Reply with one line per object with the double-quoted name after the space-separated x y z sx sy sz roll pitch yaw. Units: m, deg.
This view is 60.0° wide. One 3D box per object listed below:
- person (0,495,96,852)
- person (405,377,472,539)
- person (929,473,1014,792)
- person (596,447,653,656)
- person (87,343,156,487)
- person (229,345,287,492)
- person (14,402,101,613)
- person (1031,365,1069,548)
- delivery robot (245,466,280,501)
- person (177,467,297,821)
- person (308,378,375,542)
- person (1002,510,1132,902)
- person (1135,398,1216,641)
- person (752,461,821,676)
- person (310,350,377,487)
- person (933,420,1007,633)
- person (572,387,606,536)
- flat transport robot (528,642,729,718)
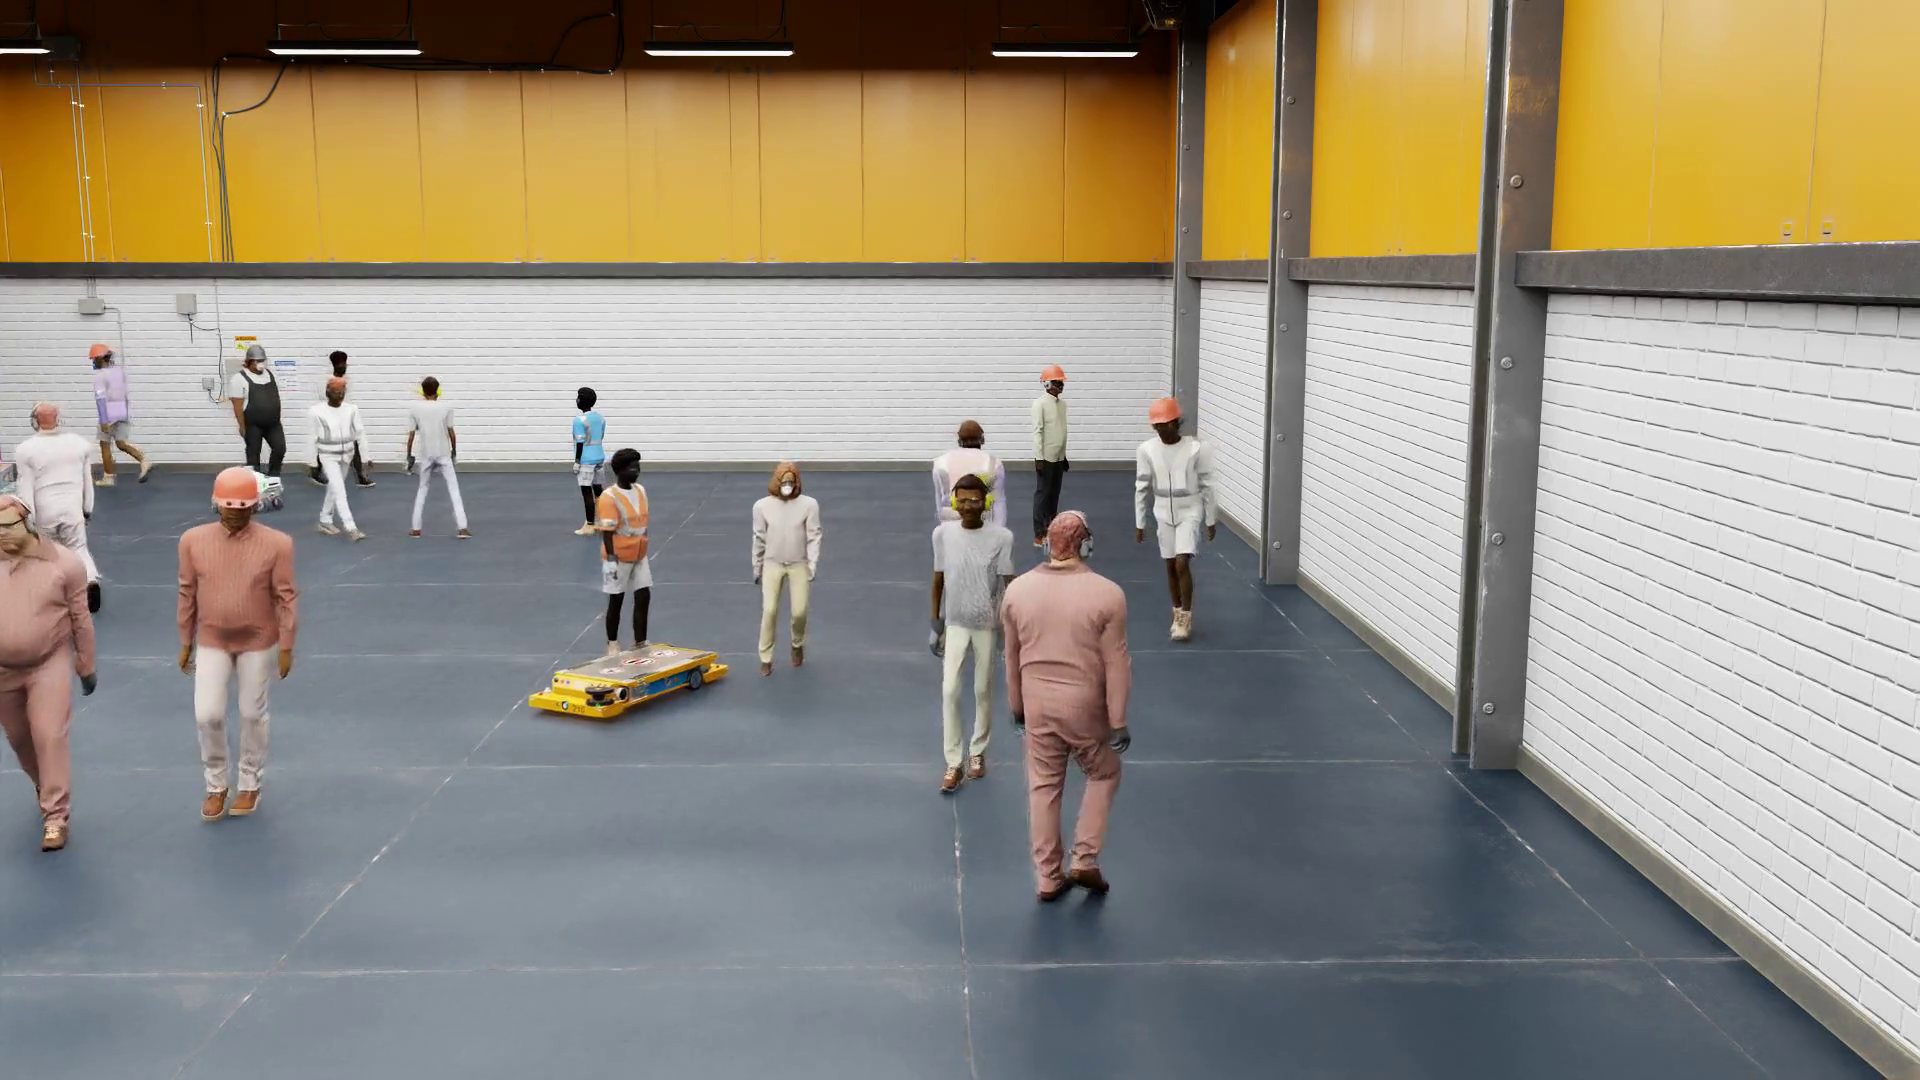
-5.005 0.657 8.947 0.648 1.865 0.931 -3 10 -16 "person"
-5.938 -0.918 18.771 0.746 1.820 0.536 -1 9 -4 "person"
0.070 0.544 9.691 0.543 1.840 0.776 1 9 7 "person"
-2.532 0.133 12.709 0.481 1.682 0.556 5 11 29 "person"
-11.678 -1.728 23.094 0.795 2.018 0.632 2 9 12 "person"
-9.369 -1.610 22.294 0.577 2.000 0.715 7 12 36 "person"
-7.877 -0.266 14.533 0.791 1.885 0.650 8 12 40 "person"
0.998 -0.915 18.167 0.375 1.997 0.612 6 11 32 "person"
-8.920 -0.688 20.901 0.707 0.478 0.477 3 10 15 "delivery robot"
-3.966 0.574 9.126 0.634 1.962 0.572 -2 10 -14 "person"
-7.027 -0.918 18.740 1.027 1.837 0.592 8 12 39 "person"
0.532 0.797 7.988 0.673 1.889 0.476 5 10 27 "person"
1.742 -0.171 13.623 0.637 1.992 0.770 5 10 27 "person"
-1.301 0.209 12.432 0.516 1.618 0.403 -1 9 -6 "person"
-8.676 -1.684 23.162 1.033 1.919 0.615 4 10 21 "person"
0.112 -0.088 13.687 0.626 1.804 0.829 2 10 13 "person"
-4.234 -0.896 18.960 0.317 1.700 0.539 3 10 19 "person"
-2.332 0.977 11.847 0.652 0.197 1.431 5 11 28 "flat transport robot"
